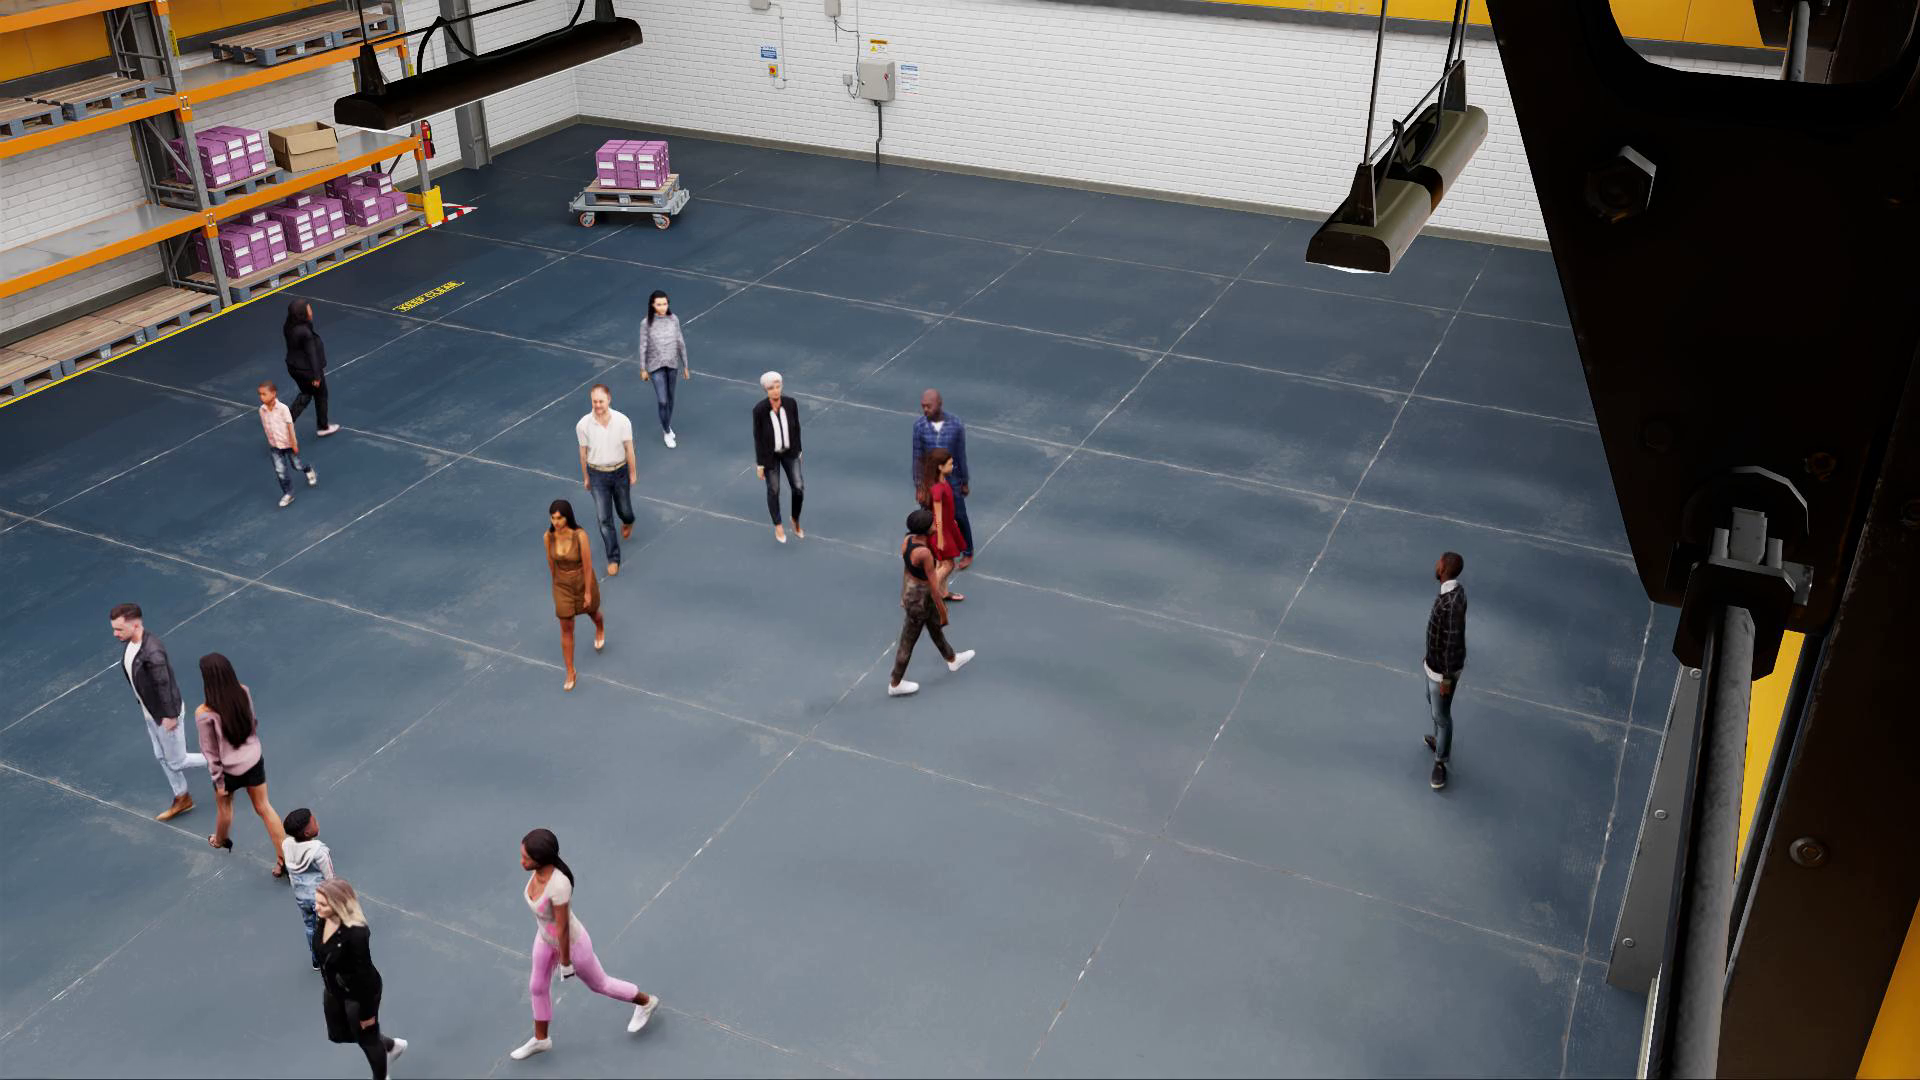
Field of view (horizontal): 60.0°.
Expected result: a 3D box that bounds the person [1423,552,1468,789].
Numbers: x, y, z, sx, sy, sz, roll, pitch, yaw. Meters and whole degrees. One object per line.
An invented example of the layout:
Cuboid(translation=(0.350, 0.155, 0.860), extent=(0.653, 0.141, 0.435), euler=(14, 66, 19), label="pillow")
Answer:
Cuboid(translation=(3.722, 0.991, 12.646), extent=(0.924, 1.786, 0.567), euler=(1, 29, 1), label="person")

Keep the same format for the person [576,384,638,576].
Cuboid(translation=(-3.271, -0.642, 15.588), extent=(0.982, 1.836, 1.177), euler=(-1, 29, -3), label="person")

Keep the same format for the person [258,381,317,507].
Cuboid(translation=(-6.834, -1.022, 16.852), extent=(0.699, 1.291, 0.901), euler=(2, 29, 3), label="person")

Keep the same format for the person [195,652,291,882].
Cuboid(translation=(-4.917, 1.616, 11.510), extent=(0.780, 1.776, 0.994), euler=(16, 33, 27), label="person")

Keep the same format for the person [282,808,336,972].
Cuboid(translation=(-4.197, 2.282, 10.828), extent=(0.498, 1.259, 0.508), euler=(8, 30, 15), label="person")

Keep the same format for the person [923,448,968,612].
Cuboid(translation=(-0.233, -0.115, 14.925), extent=(0.761, 1.544, 0.705), euler=(1, 29, 2), label="person")

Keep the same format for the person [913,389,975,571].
Cuboid(translation=(-0.234, -0.587, 15.537), extent=(0.840, 1.787, 0.834), euler=(-5, 29, -8), label="person")

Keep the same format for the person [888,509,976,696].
Cuboid(translation=(-0.422, 0.539, 13.601), extent=(1.136, 1.665, 1.035), euler=(-12, 31, -22), label="person")

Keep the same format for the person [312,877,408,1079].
Cuboid(translation=(-3.485, 2.609, 9.790), extent=(0.712, 1.680, 0.749), euler=(22, 36, 35), label="person")

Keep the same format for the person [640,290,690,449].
Cuboid(translation=(-3.242, -1.912, 18.040), extent=(0.880, 1.716, 0.923), euler=(-16, 32, -27), label="person")

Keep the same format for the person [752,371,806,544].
Cuboid(translation=(-1.703, -0.805, 15.782), extent=(0.862, 1.771, 0.829), euler=(-9, 30, -16), label="person")

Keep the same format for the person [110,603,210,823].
Cuboid(translation=(-5.766, 1.221, 12.192), extent=(0.869, 1.816, 1.024), euler=(26, 38, 38), label="person")

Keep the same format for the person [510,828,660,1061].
Cuboid(translation=(-2.314, 2.428, 10.107), extent=(1.245, 1.695, 1.027), euler=(-18, 33, -29), label="person")

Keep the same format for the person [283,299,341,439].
Cuboid(translation=(-7.125, -1.800, 17.961), extent=(0.744, 1.597, 0.919), euler=(19, 34, 31), label="person")

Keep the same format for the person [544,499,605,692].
Cuboid(translation=(-3.187, 0.369, 13.933), extent=(0.829, 1.646, 1.132), euler=(1, 29, 3), label="person")
